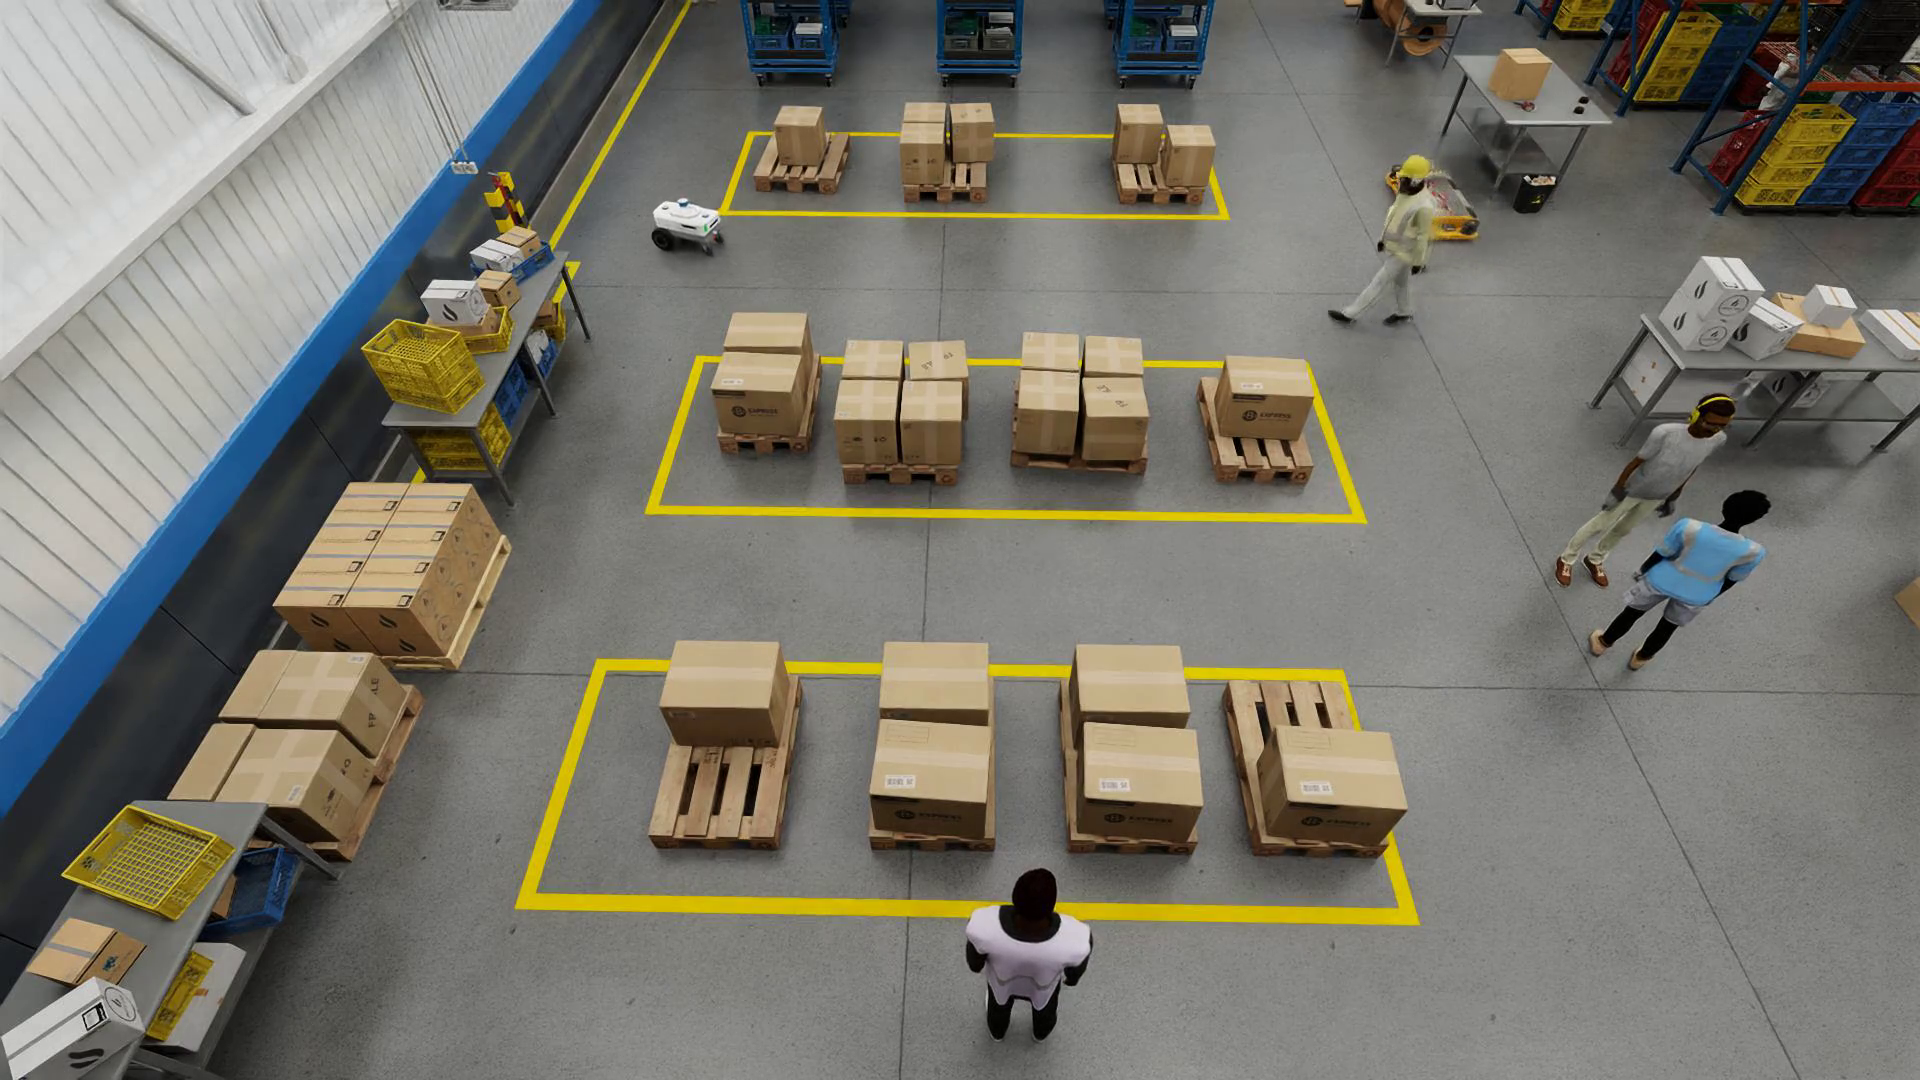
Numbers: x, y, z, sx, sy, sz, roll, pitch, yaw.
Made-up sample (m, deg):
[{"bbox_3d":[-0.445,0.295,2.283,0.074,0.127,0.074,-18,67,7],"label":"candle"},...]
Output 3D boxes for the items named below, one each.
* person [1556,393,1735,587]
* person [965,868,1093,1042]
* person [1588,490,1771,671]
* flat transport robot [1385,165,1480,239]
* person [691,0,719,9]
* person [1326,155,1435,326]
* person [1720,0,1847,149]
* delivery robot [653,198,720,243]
[{"bbox_3d":[5.049,-0.334,6.753,0.517,1.874,0.328,3,49,3],"label":"person"},{"bbox_3d":[0.320,2.143,4.580,0.590,1.916,0.393,5,49,5],"label":"person"},{"bbox_3d":[4.948,0.303,6.315,0.531,1.697,0.322,28,55,22],"label":"person"},{"bbox_3d":[5.692,-4.094,11.059,0.652,0.197,1.431,1,49,1],"label":"flat transport robot"},{"bbox_3d":[-4.324,-9.741,14.825,0.612,1.985,0.416,-3,49,-3],"label":"person"},{"bbox_3d":[4.290,-2.896,9.038,0.963,1.767,0.598,4,49,3],"label":"person"},{"bbox_3d":[10.291,-5.718,11.405,0.579,1.884,0.352,-16,51,-13],"label":"person"},{"bbox_3d":[-3.099,-3.638,10.418,0.707,0.478,0.477,15,51,12],"label":"delivery robot"}]
